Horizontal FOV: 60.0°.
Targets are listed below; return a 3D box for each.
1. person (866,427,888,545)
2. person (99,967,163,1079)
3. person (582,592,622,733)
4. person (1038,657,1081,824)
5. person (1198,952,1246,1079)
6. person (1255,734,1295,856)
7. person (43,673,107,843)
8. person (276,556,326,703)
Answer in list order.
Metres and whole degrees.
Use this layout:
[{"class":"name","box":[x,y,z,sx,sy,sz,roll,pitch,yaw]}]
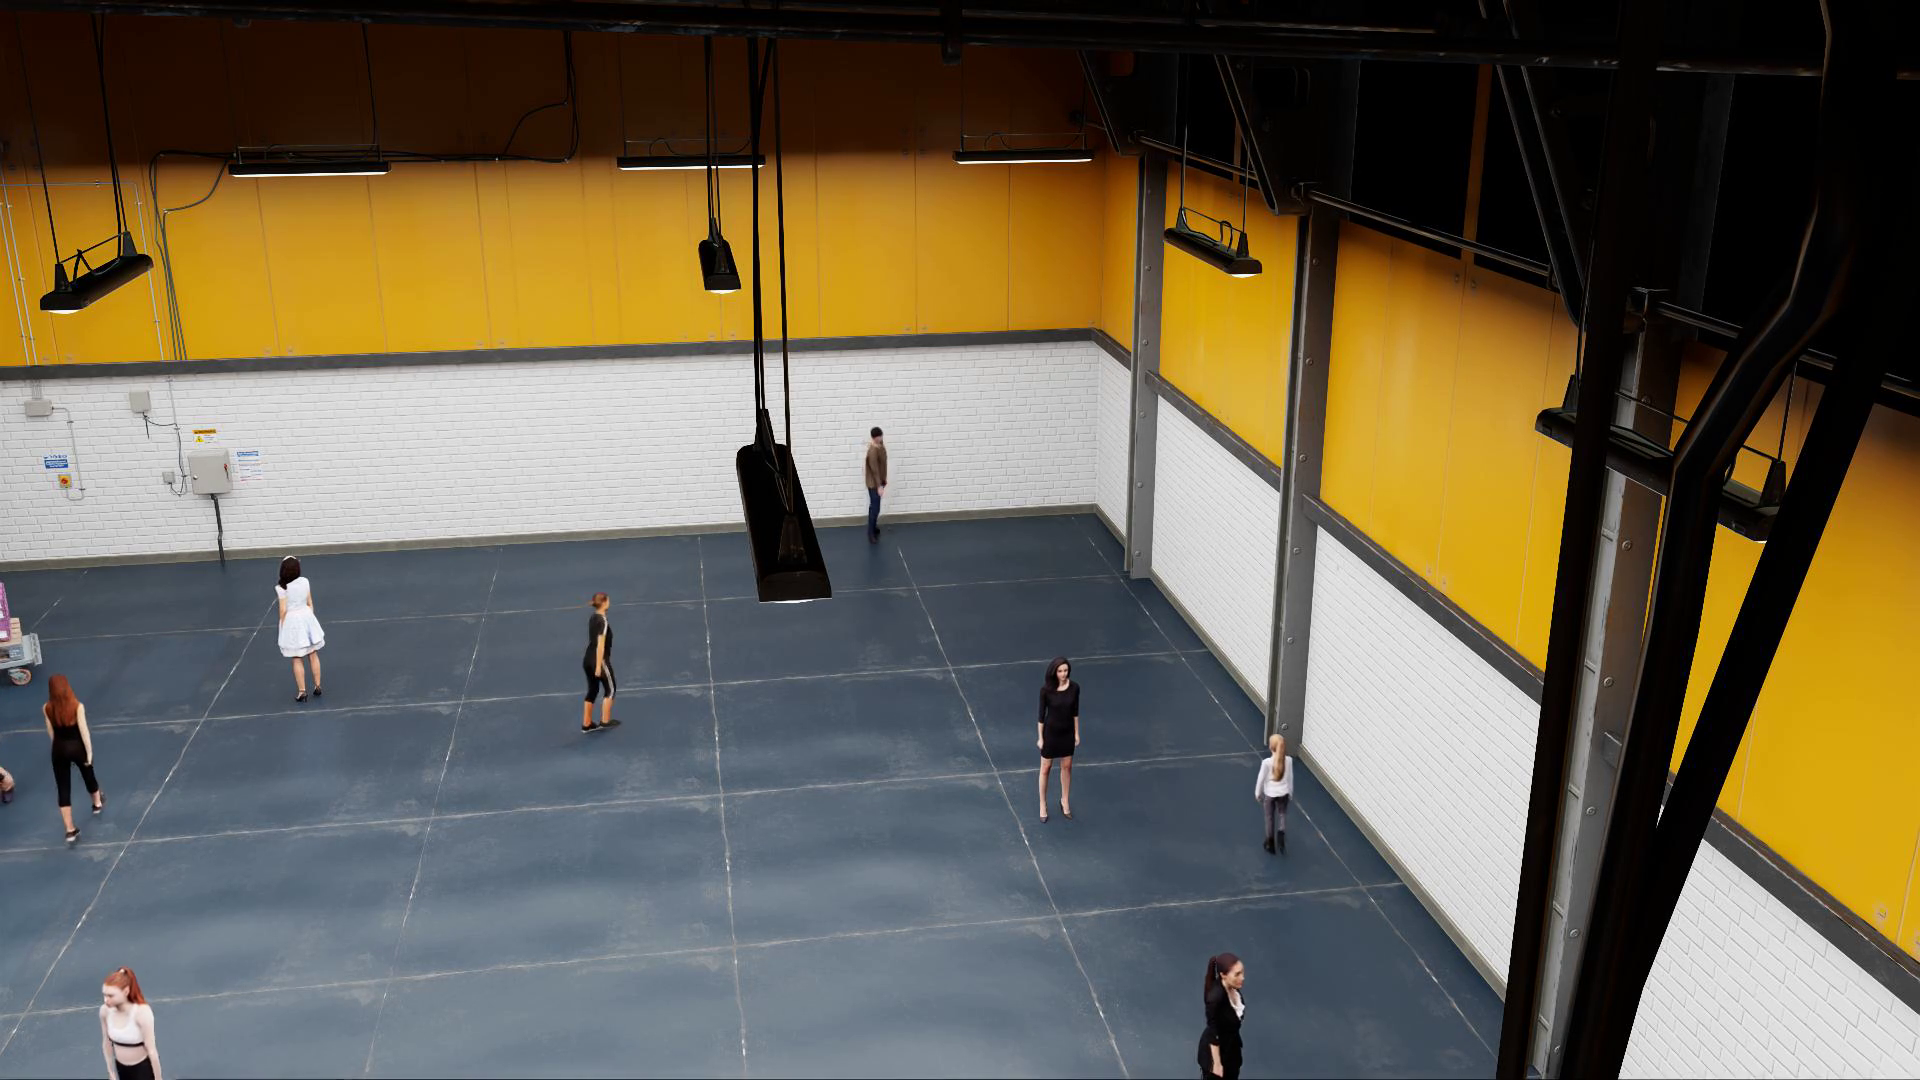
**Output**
[{"class":"person","box":[-1.314,-0.897,25.677,0.959,1.855,0.641,-2,19,-7]},{"class":"person","box":[-5.827,3.797,11.950,0.915,1.720,1.139,6,20,17]},{"class":"person","box":[-4.212,1.439,19.097,0.810,1.628,0.766,-9,21,-24]},{"class":"person","box":[1.009,2.029,17.065,0.602,1.807,0.503,-4,19,-13]},{"class":"person","box":[1.875,3.746,12.198,0.878,1.657,0.822,10,21,27]},{"class":"person","box":[3.135,2.530,16.411,0.520,1.273,0.516,-2,19,-6]},{"class":"person","box":[-8.989,2.209,16.730,0.583,1.680,1.138,-4,19,-10]},{"class":"person","box":[-7.909,1.063,19.915,0.905,1.818,0.854,17,25,41]}]
